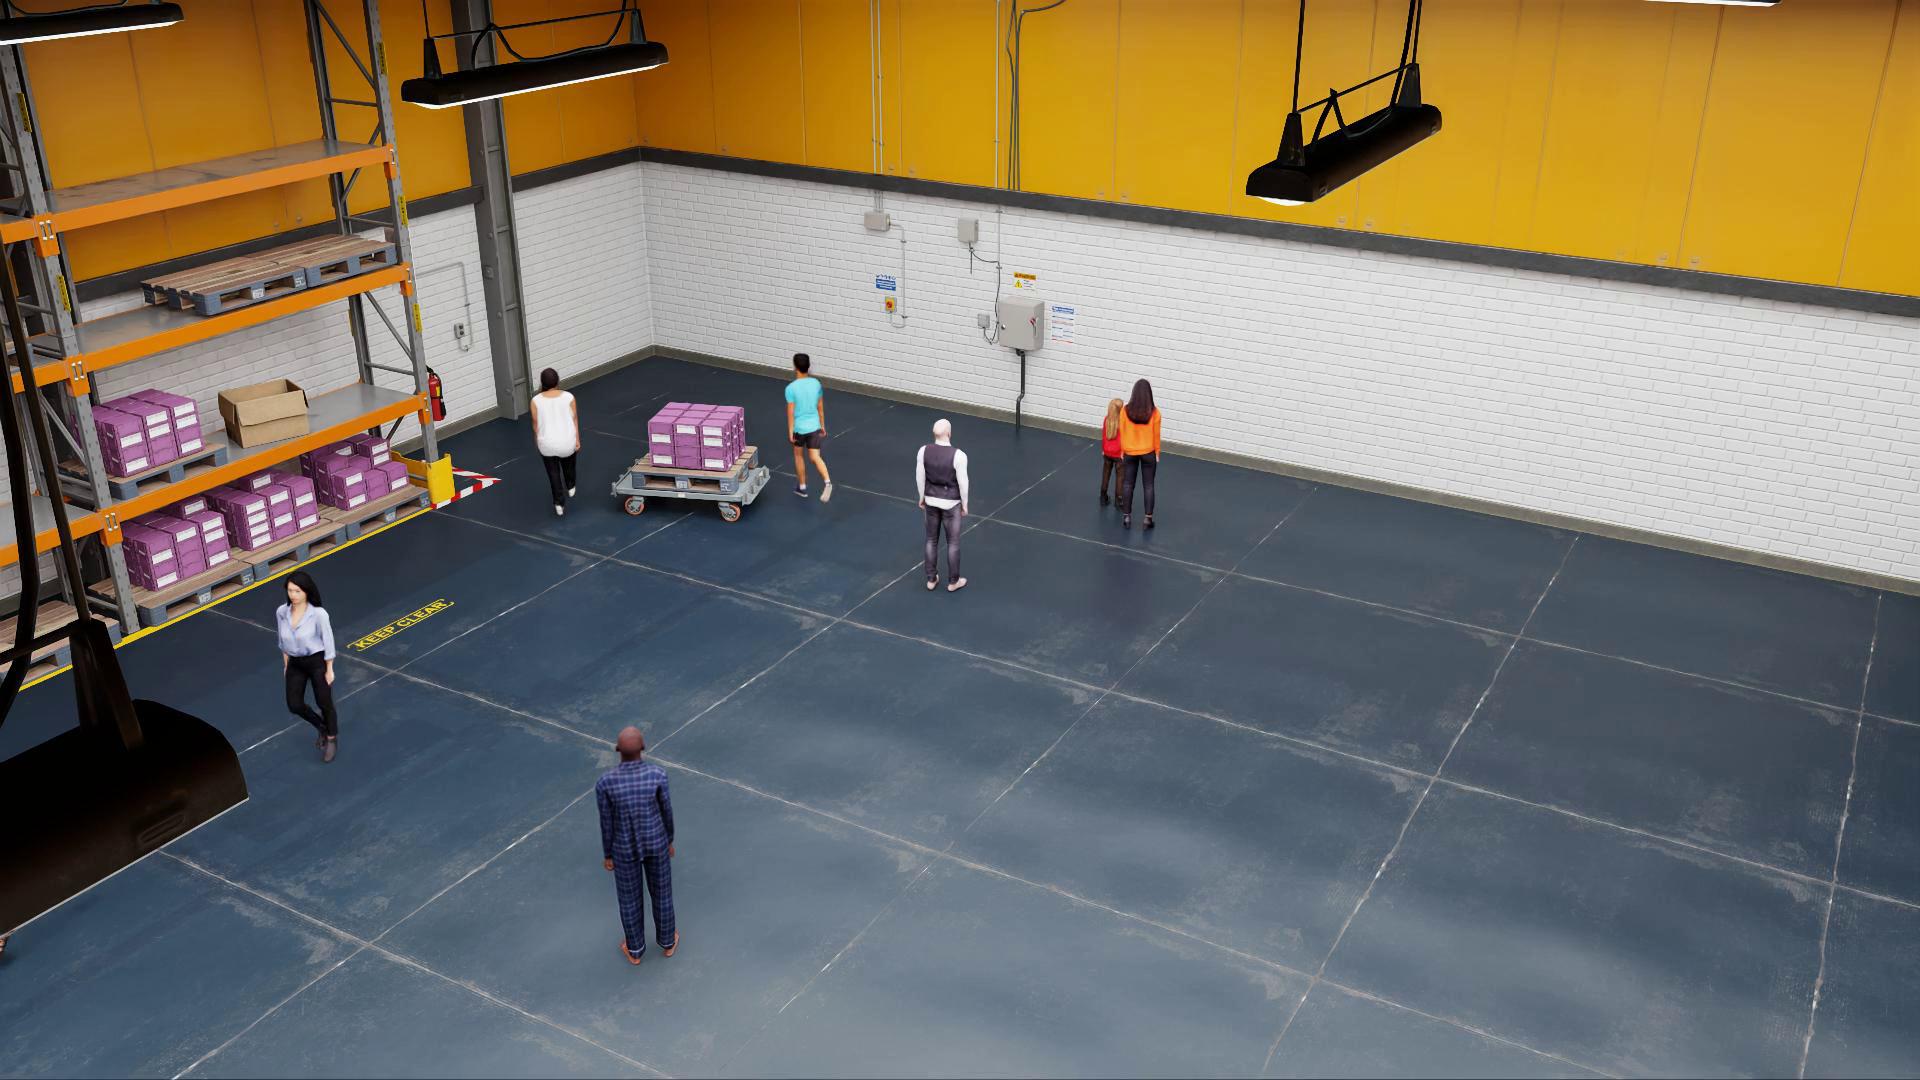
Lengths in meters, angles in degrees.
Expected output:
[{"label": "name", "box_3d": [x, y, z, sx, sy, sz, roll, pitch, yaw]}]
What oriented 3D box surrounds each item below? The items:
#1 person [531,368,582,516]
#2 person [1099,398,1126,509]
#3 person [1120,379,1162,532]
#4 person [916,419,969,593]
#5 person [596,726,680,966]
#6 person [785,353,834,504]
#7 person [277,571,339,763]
[{"label": "person", "box_3d": [-4.564, -1.095, 18.803, 1.049, 1.658, 1.127, -5, 24, -11]}, {"label": "person", "box_3d": [1.776, -1.012, 19.085, 0.499, 1.279, 0.484, 12, 26, 26]}, {"label": "person", "box_3d": [1.985, -0.944, 18.343, 0.665, 1.750, 0.628, 7, 25, 16]}, {"label": "person", "box_3d": [-0.179, -0.356, 16.907, 0.732, 1.822, 0.649, 7, 25, 16]}, {"label": "person", "box_3d": [-2.182, 2.074, 11.351, 0.750, 1.819, 0.822, -8, 25, -18]}, {"label": "person", "box_3d": [-1.708, -1.225, 18.999, 1.098, 1.739, 1.026, -13, 27, -28]}, {"label": "person", "box_3d": [-5.366, 1.025, 13.858, 0.775, 1.733, 0.794, 3, 24, 7]}]
